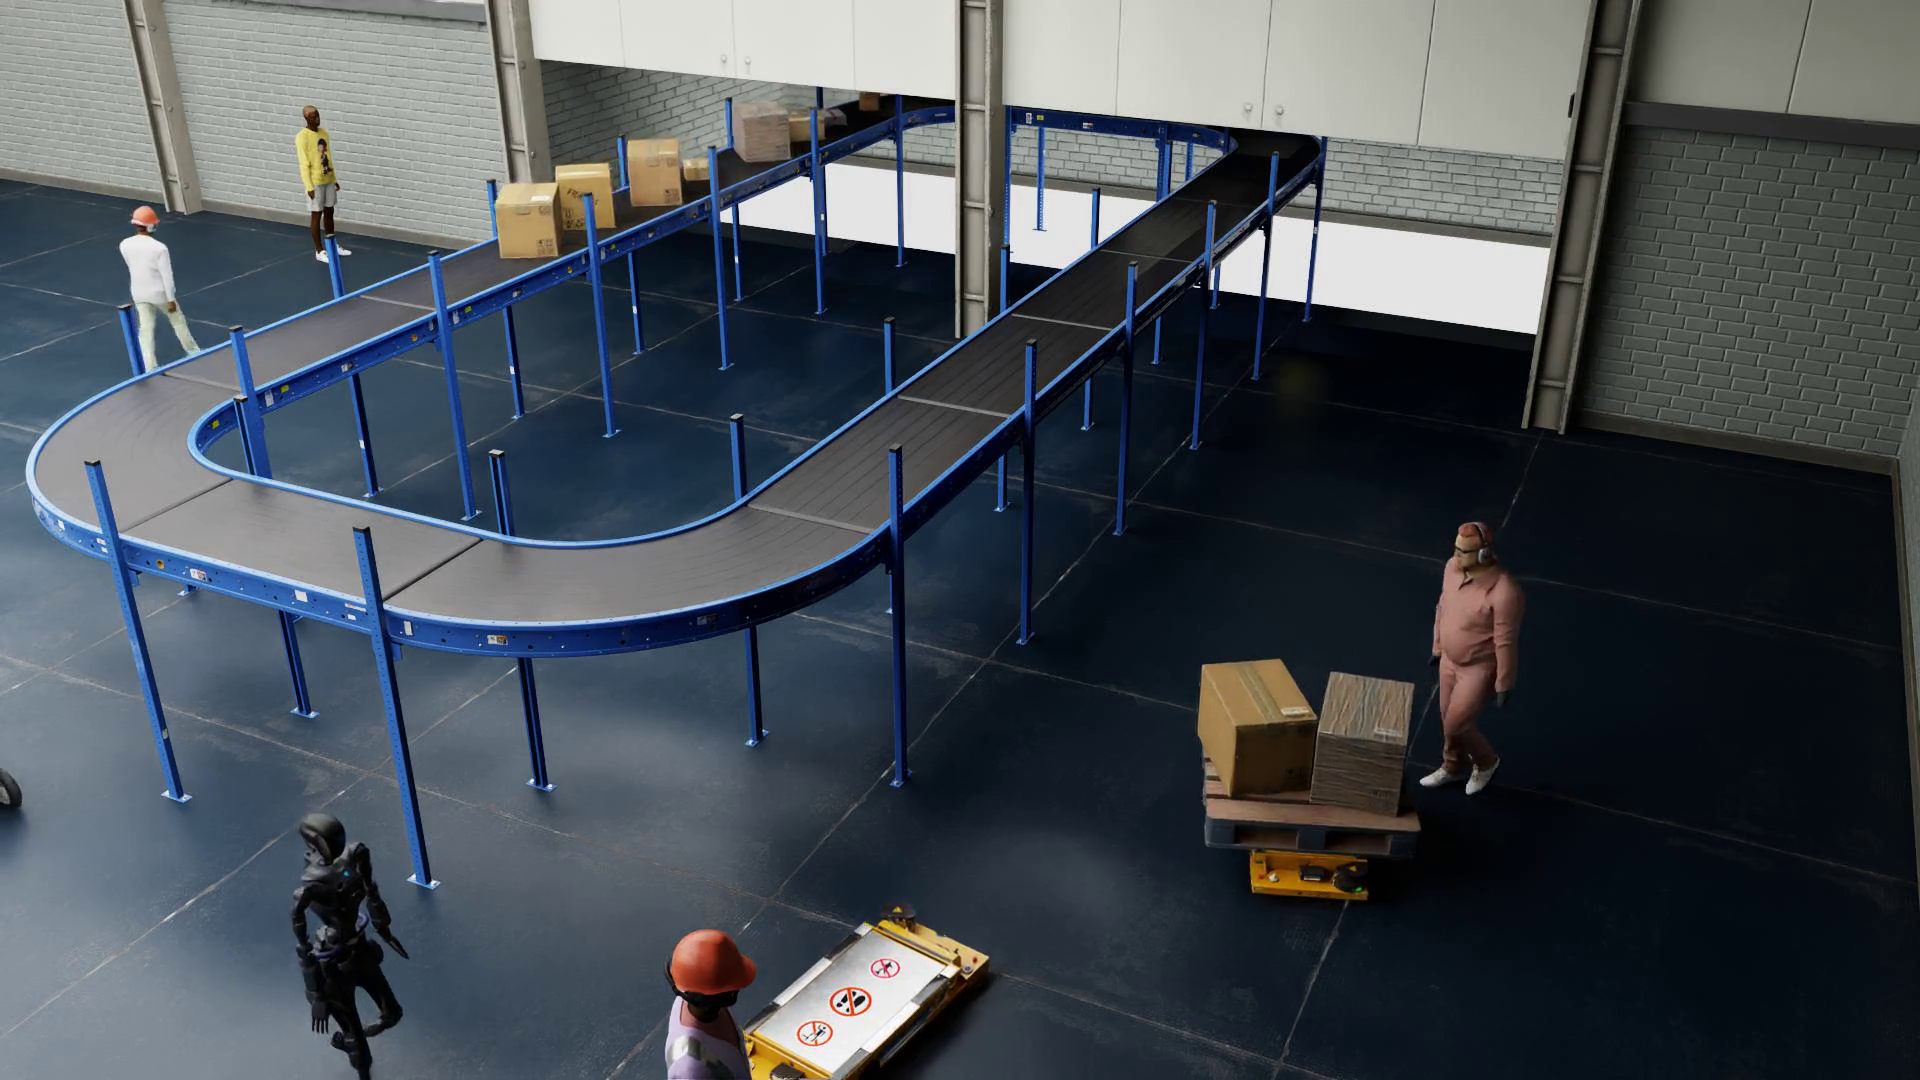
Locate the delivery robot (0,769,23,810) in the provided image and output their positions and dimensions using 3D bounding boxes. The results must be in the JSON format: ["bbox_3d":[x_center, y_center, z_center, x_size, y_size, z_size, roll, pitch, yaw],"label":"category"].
[{"bbox_3d":[-6.208,1.479,10.196,0.815,0.614,0.499,15,30,27],"label":"delivery robot"}]

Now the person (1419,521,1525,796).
[{"bbox_3d":[3.086,0.755,10.139,0.432,1.884,0.673,-9,28,-17],"label":"person"}]

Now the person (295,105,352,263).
[{"bbox_3d":[-7.890,-4.403,20.517,0.382,1.899,0.544,9,28,18],"label":"person"}]

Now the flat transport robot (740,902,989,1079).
[{"bbox_3d":[-0.517,2.420,8.600,0.659,0.231,1.431,17,31,31],"label":"flat transport robot"}]

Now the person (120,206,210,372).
[{"bbox_3d":[-8.174,-2.567,17.011,0.581,1.715,0.824,5,27,11],"label":"person"}]

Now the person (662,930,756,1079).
[{"bbox_3d":[-0.958,2.390,6.668,0.369,2.044,0.606,-2,26,-4],"label":"person"}]

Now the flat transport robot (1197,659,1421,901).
[{"bbox_3d":[2.064,1.666,10.118,0.659,0.231,1.431,3,27,6],"label":"flat transport robot"}]

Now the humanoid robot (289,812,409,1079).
[{"bbox_3d":[-2.951,1.984,7.894,0.441,1.644,0.590,8,28,16],"label":"humanoid robot"}]
